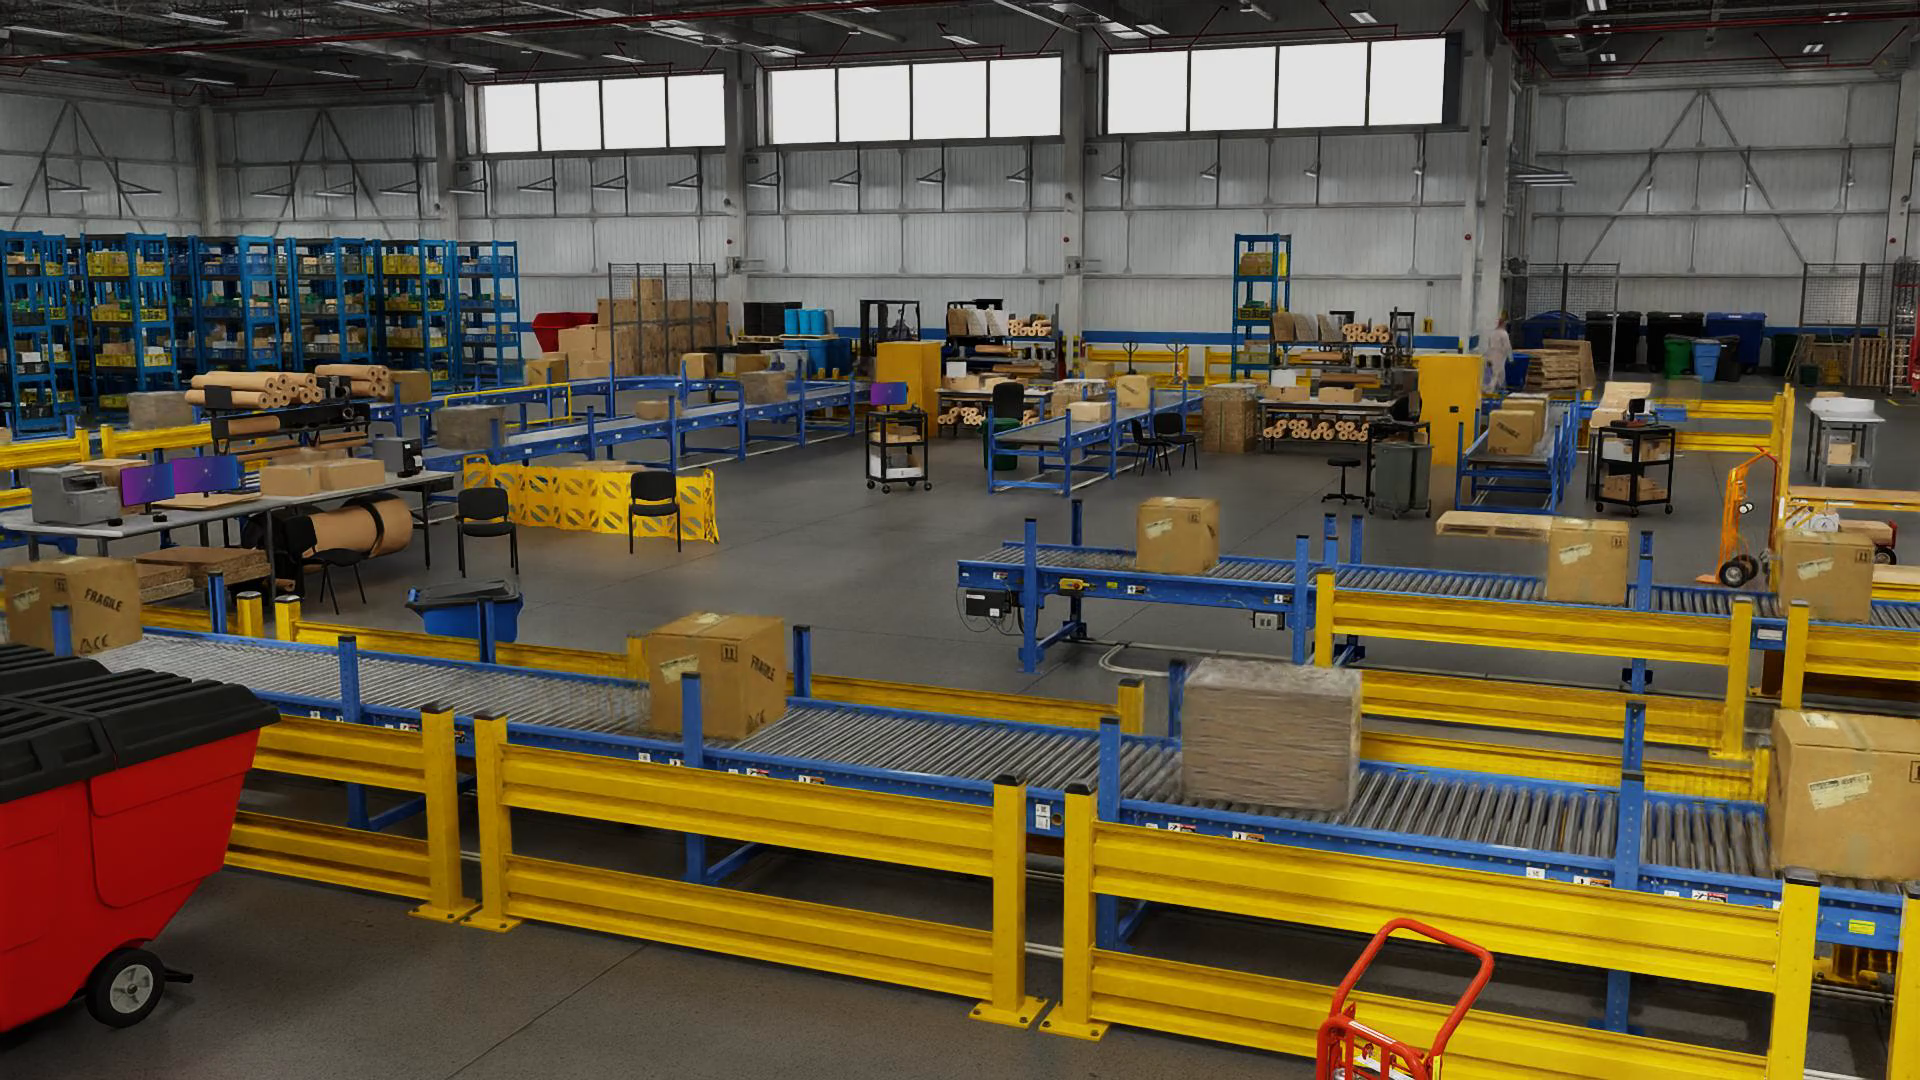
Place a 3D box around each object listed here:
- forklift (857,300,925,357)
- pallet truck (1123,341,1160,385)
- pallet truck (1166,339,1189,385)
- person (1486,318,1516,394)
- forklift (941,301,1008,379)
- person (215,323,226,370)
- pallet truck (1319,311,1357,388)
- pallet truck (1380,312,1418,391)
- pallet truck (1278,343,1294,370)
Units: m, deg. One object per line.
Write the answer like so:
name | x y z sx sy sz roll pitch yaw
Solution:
forklift | -1.732 -5.109 42.468 1.157 1.987 2.680 4 10 22
pallet truck | 4.445 -4.380 41.279 0.680 1.201 1.601 4 10 22
pallet truck | 5.418 -4.269 40.420 0.704 1.261 1.522 3 10 20
person | 12.136 -4.007 37.081 0.908 1.870 0.645 -1 9 -9
forklift | 0.365 -4.966 41.571 1.157 1.987 2.680 3 10 20
person | -17.655 -4.468 40.085 0.572 1.805 0.926 3 10 19
pallet truck | 9.071 -4.419 39.190 0.823 1.965 1.885 5 10 26
pallet truck | 10.207 -4.283 38.369 0.823 1.965 1.885 3 10 20
pallet truck | 7.886 -4.163 39.743 0.653 1.274 1.630 4 10 22
